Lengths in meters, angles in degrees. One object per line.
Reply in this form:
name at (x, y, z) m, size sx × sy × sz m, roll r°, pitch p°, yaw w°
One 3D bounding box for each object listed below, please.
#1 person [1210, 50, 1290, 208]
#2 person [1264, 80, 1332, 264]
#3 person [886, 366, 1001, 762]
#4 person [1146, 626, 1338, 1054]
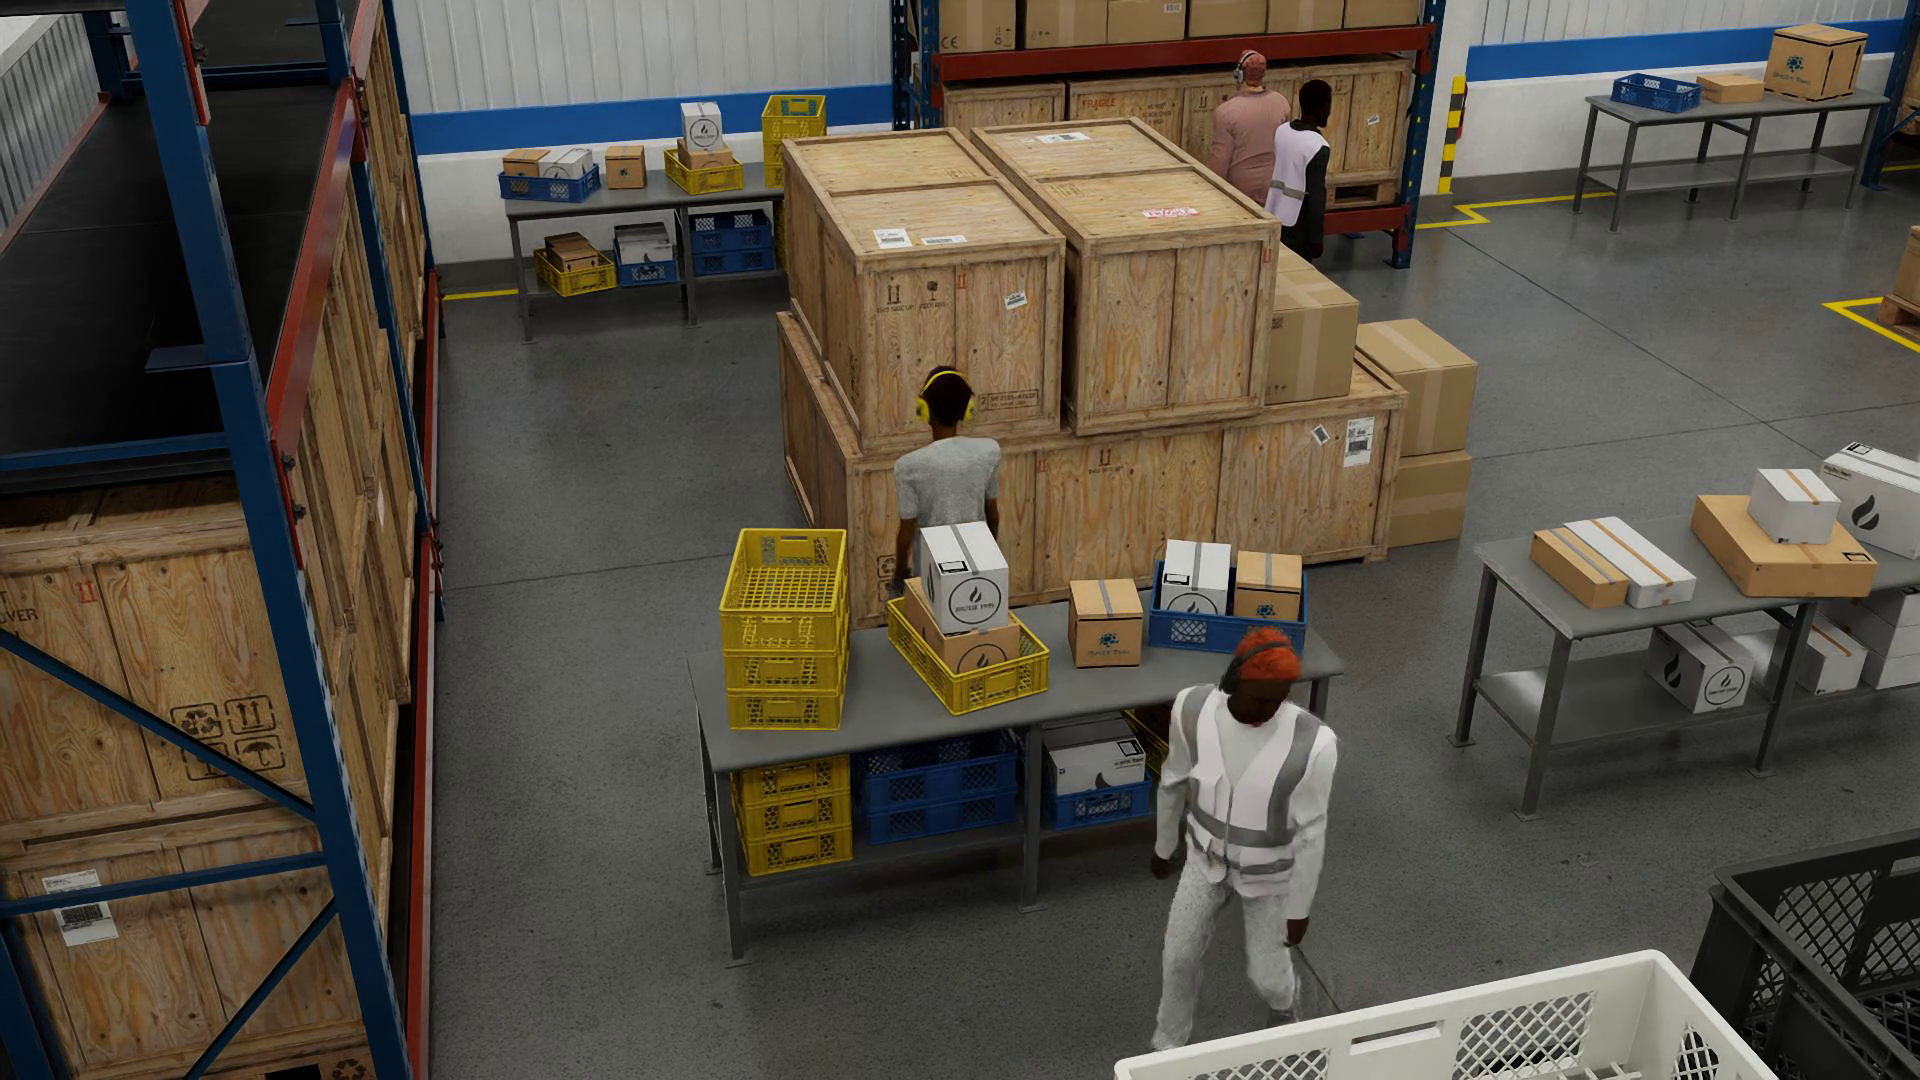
person at (2.045, -2.585, 12.097) m, size 0.643 × 1.910 × 0.400 m, roll -15°, pitch 32°, yaw -26°
person at (2.282, -2.169, 11.340) m, size 0.383 × 1.912 × 0.584 m, roll -10°, pitch 30°, yaw -17°
person at (-0.064, 0.126, 7.219) m, size 0.523 × 1.869 × 0.340 m, roll -15°, pitch 32°, yaw -25°
person at (0.949, 1.052, 5.544) m, size 0.619 × 1.870 × 0.558 m, roll 18°, pitch 34°, yaw 30°
